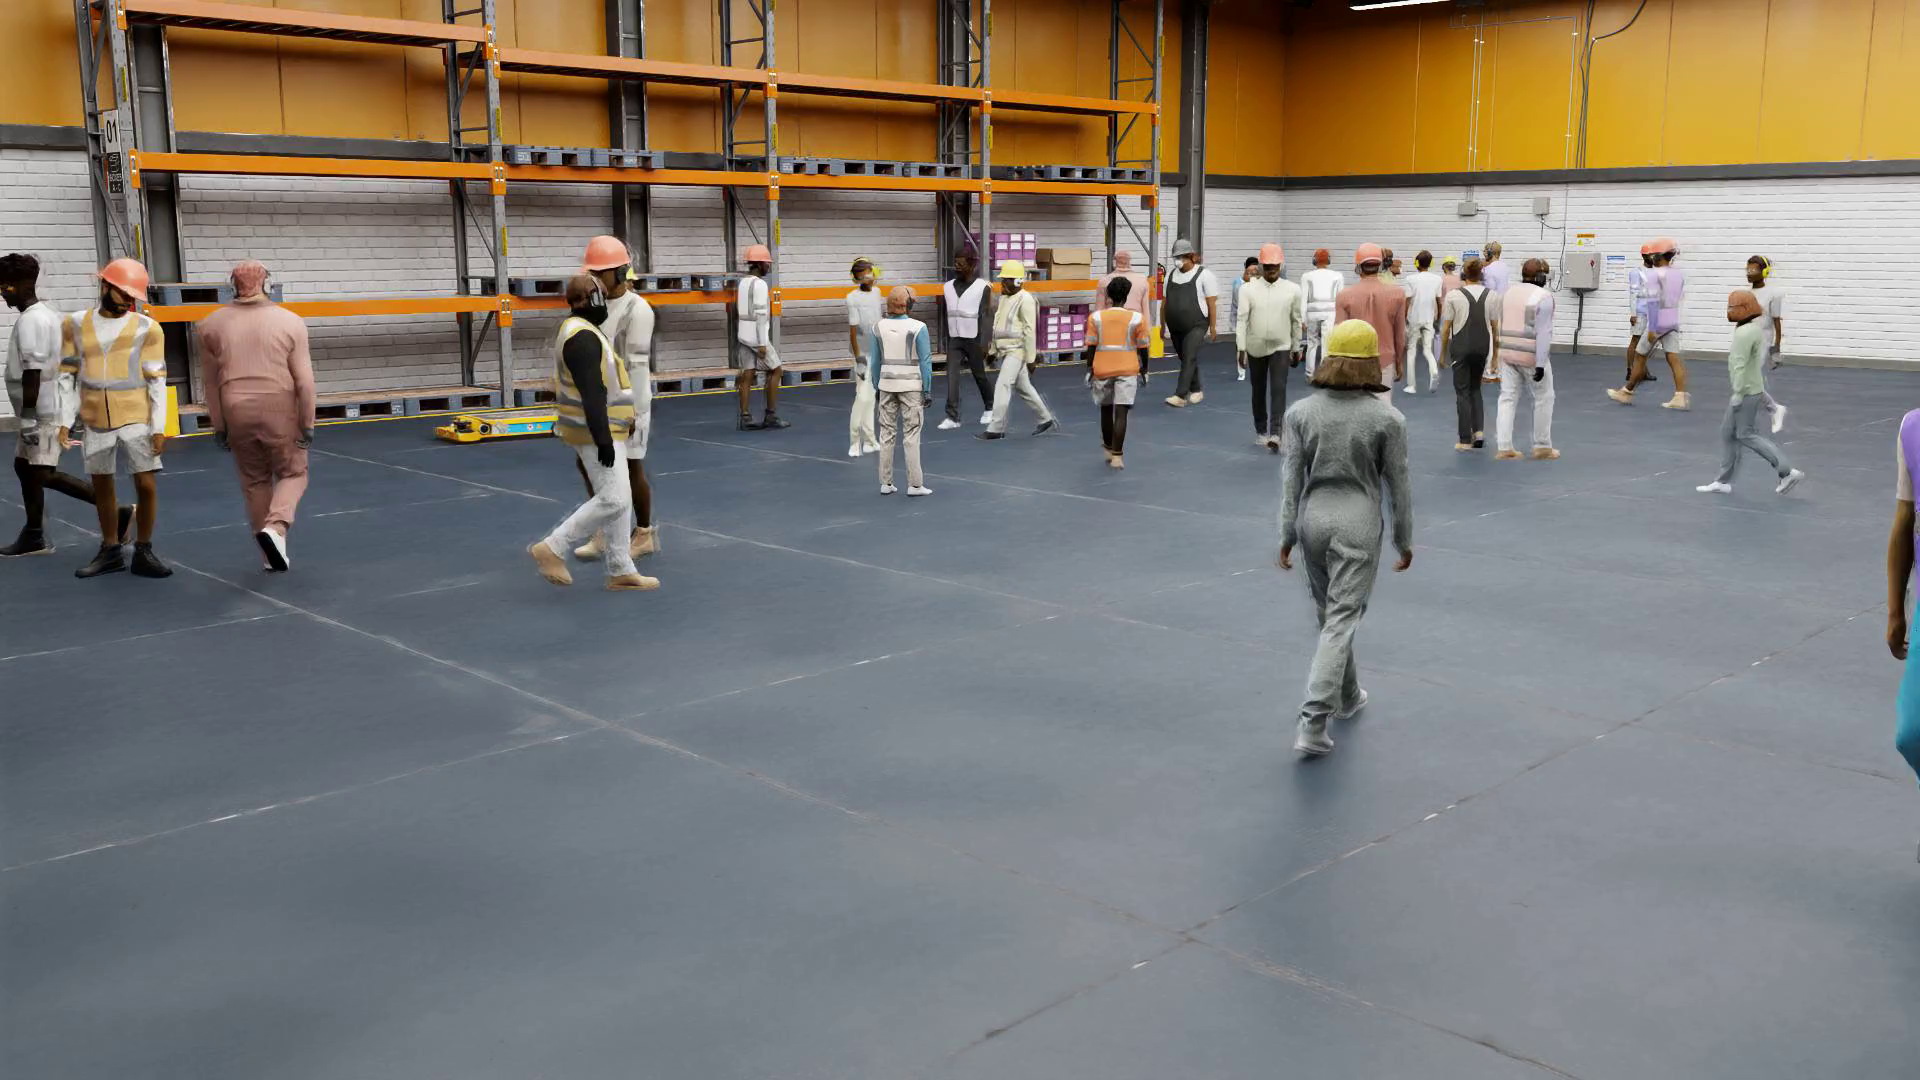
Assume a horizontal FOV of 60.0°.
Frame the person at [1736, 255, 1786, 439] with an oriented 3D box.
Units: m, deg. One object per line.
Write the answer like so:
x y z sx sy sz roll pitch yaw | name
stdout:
8.015 -1.923 16.632 0.811 1.834 0.520 -4 11 -23 | person

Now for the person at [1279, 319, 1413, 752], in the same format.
1.540 -0.031 6.659 0.503 1.695 0.917 7 12 32 | person

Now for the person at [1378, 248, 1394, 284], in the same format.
6.139 -3.337 24.324 0.449 1.825 0.640 7 12 33 | person

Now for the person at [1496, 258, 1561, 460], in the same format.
5.176 -1.622 15.004 0.750 1.814 0.642 -6 12 -28 | person

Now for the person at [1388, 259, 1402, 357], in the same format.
7.184 -3.859 27.725 0.371 1.616 0.517 6 12 29 | person

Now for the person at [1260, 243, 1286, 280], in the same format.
5.254 -4.066 28.107 0.783 1.901 0.658 -8 13 -38 | person

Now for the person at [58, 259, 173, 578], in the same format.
-4.959 -0.695 9.771 0.626 1.888 0.439 -2 11 -8 | person

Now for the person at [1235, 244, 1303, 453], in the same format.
2.915 -1.808 15.704 0.630 1.931 1.075 2 11 10 | person

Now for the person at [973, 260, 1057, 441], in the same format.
0.580 -1.882 16.506 0.921 1.793 0.592 -4 11 -19 | person

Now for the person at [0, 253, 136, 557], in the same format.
-5.652 -0.827 10.391 0.807 1.931 0.616 -4 11 -22 | person

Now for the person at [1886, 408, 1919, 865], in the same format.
3.052 0.221 4.926 0.488 1.831 0.576 -10 14 -43 | person

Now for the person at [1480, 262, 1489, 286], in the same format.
8.747 -3.815 27.483 0.385 1.623 0.538 2 11 9 | person

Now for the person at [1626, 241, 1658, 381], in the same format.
9.539 -3.174 23.134 0.550 1.937 0.357 -6 12 -29 | person

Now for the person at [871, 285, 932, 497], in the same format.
-0.452 -1.151 12.913 0.522 1.640 0.306 5 12 27 | person

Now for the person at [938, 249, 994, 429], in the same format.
0.101 -2.140 17.658 0.607 1.885 0.953 7 12 32 | person

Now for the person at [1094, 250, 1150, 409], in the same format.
1.910 -2.452 19.538 0.660 1.890 0.967 -2 11 -13 | person

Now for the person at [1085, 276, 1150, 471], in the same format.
1.392 -1.460 14.539 0.550 1.655 0.831 3 11 16 | person

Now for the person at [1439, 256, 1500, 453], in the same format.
4.762 -1.728 15.572 0.499 1.825 0.441 -1 10 -3 | person

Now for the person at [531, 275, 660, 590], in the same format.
-2.066 -0.579 9.366 0.622 1.806 0.646 -1 10 -8 | person

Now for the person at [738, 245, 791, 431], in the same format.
-2.029 -2.093 17.288 0.681 1.914 0.581 -7 12 -33 | person

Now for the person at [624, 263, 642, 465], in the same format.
-2.899 -1.477 14.176 0.404 1.827 0.600 0 10 -1 | person

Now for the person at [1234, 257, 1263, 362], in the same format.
4.576 -3.630 26.322 0.535 1.682 0.584 -2 11 -10 | person

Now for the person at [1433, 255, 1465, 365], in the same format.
7.508 -3.488 25.449 0.565 1.716 0.882 -2 11 -10 | person

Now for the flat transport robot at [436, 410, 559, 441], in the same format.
-4.457 -1.167 16.736 1.431 0.197 0.652 -7 13 -35 | flat transport robot

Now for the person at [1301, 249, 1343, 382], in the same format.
4.901 -3.018 22.584 0.583 1.831 0.970 2 11 9 | person

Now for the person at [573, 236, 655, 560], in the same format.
-2.135 -0.837 10.177 0.671 2.010 0.635 -10 14 -43 | person

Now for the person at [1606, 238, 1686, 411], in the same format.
8.143 -2.523 19.450 0.629 1.980 1.063 -6 12 -30 | person

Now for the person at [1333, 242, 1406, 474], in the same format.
3.447 -1.514 13.997 0.617 1.968 0.783 1 10 8 | person

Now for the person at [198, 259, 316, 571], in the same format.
-4.145 -0.712 9.851 0.638 1.887 0.620 -1 10 -5 | person

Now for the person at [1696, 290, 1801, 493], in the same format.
6.182 -1.136 12.911 0.683 1.607 0.507 5 11 24 | person

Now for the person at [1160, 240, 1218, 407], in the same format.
2.713 -2.623 19.849 0.711 2.000 1.053 8 13 38 | person

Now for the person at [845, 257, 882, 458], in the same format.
-0.822 -1.679 15.324 0.338 1.825 0.672 5 12 27 | person

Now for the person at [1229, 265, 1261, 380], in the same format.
4.042 -3.044 23.302 0.533 1.620 0.416 2 11 12 | person

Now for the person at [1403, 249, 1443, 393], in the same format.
5.893 -2.762 21.183 0.523 1.843 0.698 -1 10 -4 | person

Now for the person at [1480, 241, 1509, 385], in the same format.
7.212 -3.068 22.556 0.374 1.939 0.629 8 13 38 | person
